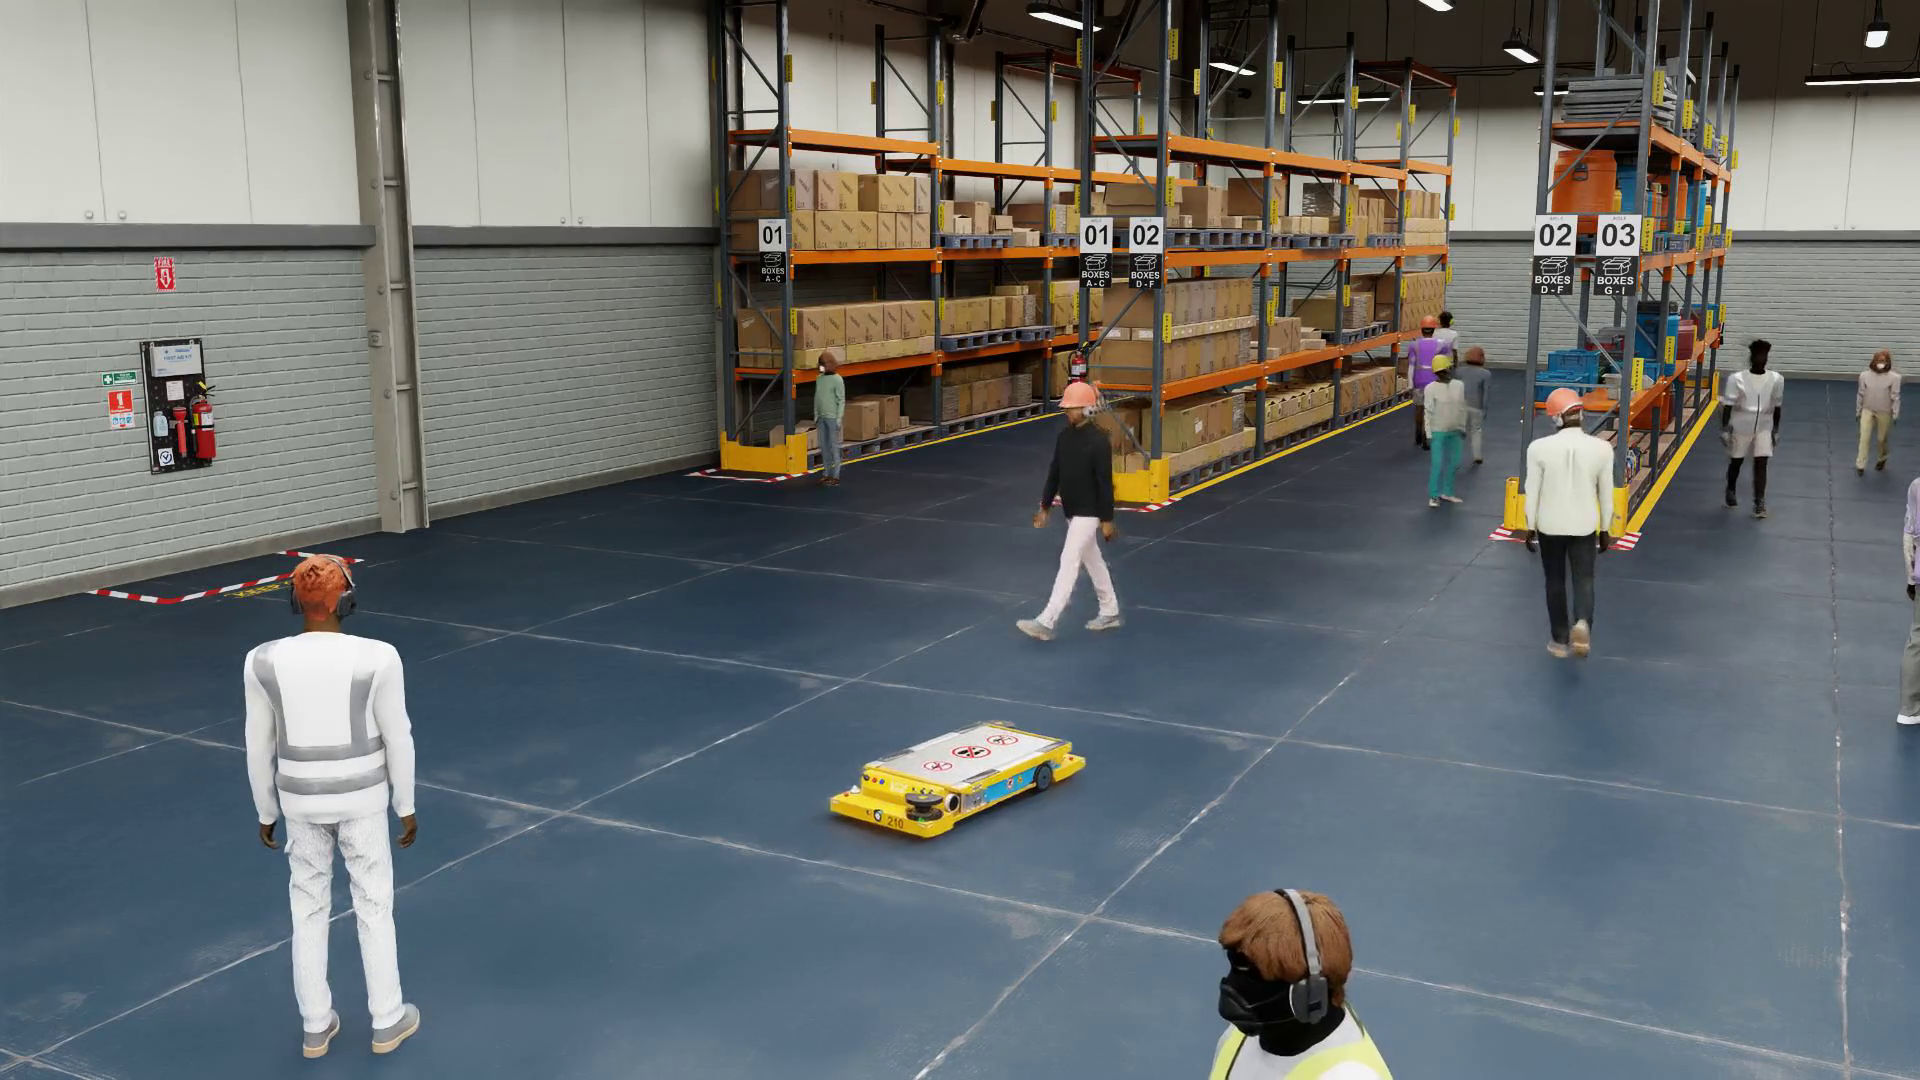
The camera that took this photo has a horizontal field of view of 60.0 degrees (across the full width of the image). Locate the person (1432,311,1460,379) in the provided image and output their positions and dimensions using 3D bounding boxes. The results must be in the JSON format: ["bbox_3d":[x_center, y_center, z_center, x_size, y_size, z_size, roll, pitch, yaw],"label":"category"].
[{"bbox_3d":[7.697,-2.726,26.527,0.517,1.834,0.900,5,11,23],"label":"person"}]

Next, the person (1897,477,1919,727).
[{"bbox_3d":[6.005,0.234,10.117,0.369,1.928,0.586,-3,11,-14],"label":"person"}]

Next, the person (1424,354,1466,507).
[{"bbox_3d":[5.452,-1.230,18.676,0.672,1.722,0.421,-4,11,-21],"label":"person"}]

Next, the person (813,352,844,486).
[{"bbox_3d":[-1.594,-1.469,20.245,0.378,1.628,0.531,-10,14,-43],"label":"person"}]

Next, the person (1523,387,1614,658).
[{"bbox_3d":[4.329,-0.091,11.820,0.619,1.959,0.652,2,11,12],"label":"person"}]

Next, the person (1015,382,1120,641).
[{"bbox_3d":[0.854,-0.224,12.580,1.024,1.939,0.616,-5,11,-25],"label":"person"}]

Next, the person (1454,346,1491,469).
[{"bbox_3d":[6.678,-1.738,21.765,0.499,1.595,0.837,6,12,29],"label":"person"}]

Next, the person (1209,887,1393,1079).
[{"bbox_3d":[0.626,1.548,3.236,0.430,1.838,0.629,-1,10,-4],"label":"person"}]

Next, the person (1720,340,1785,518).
[{"bbox_3d":[8.654,-1.243,18.219,0.627,1.919,1.015,2,11,12],"label":"person"}]

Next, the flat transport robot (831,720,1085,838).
[{"bbox_3d":[0.017,1.263,9.027,0.652,0.197,1.431,8,13,37],"label":"flat transport robot"}]

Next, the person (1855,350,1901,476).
[{"bbox_3d":[11.713,-1.631,21.214,0.502,1.597,0.807,8,13,39],"label":"person"}]

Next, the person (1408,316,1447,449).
[{"bbox_3d":[6.700,-2.264,23.876,0.548,1.893,1.005,4,11,20],"label":"person"}]

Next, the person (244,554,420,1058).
[{"bbox_3d":[-2.306,0.985,6.151,0.585,1.879,0.337,-1,10,-5],"label":"person"}]
